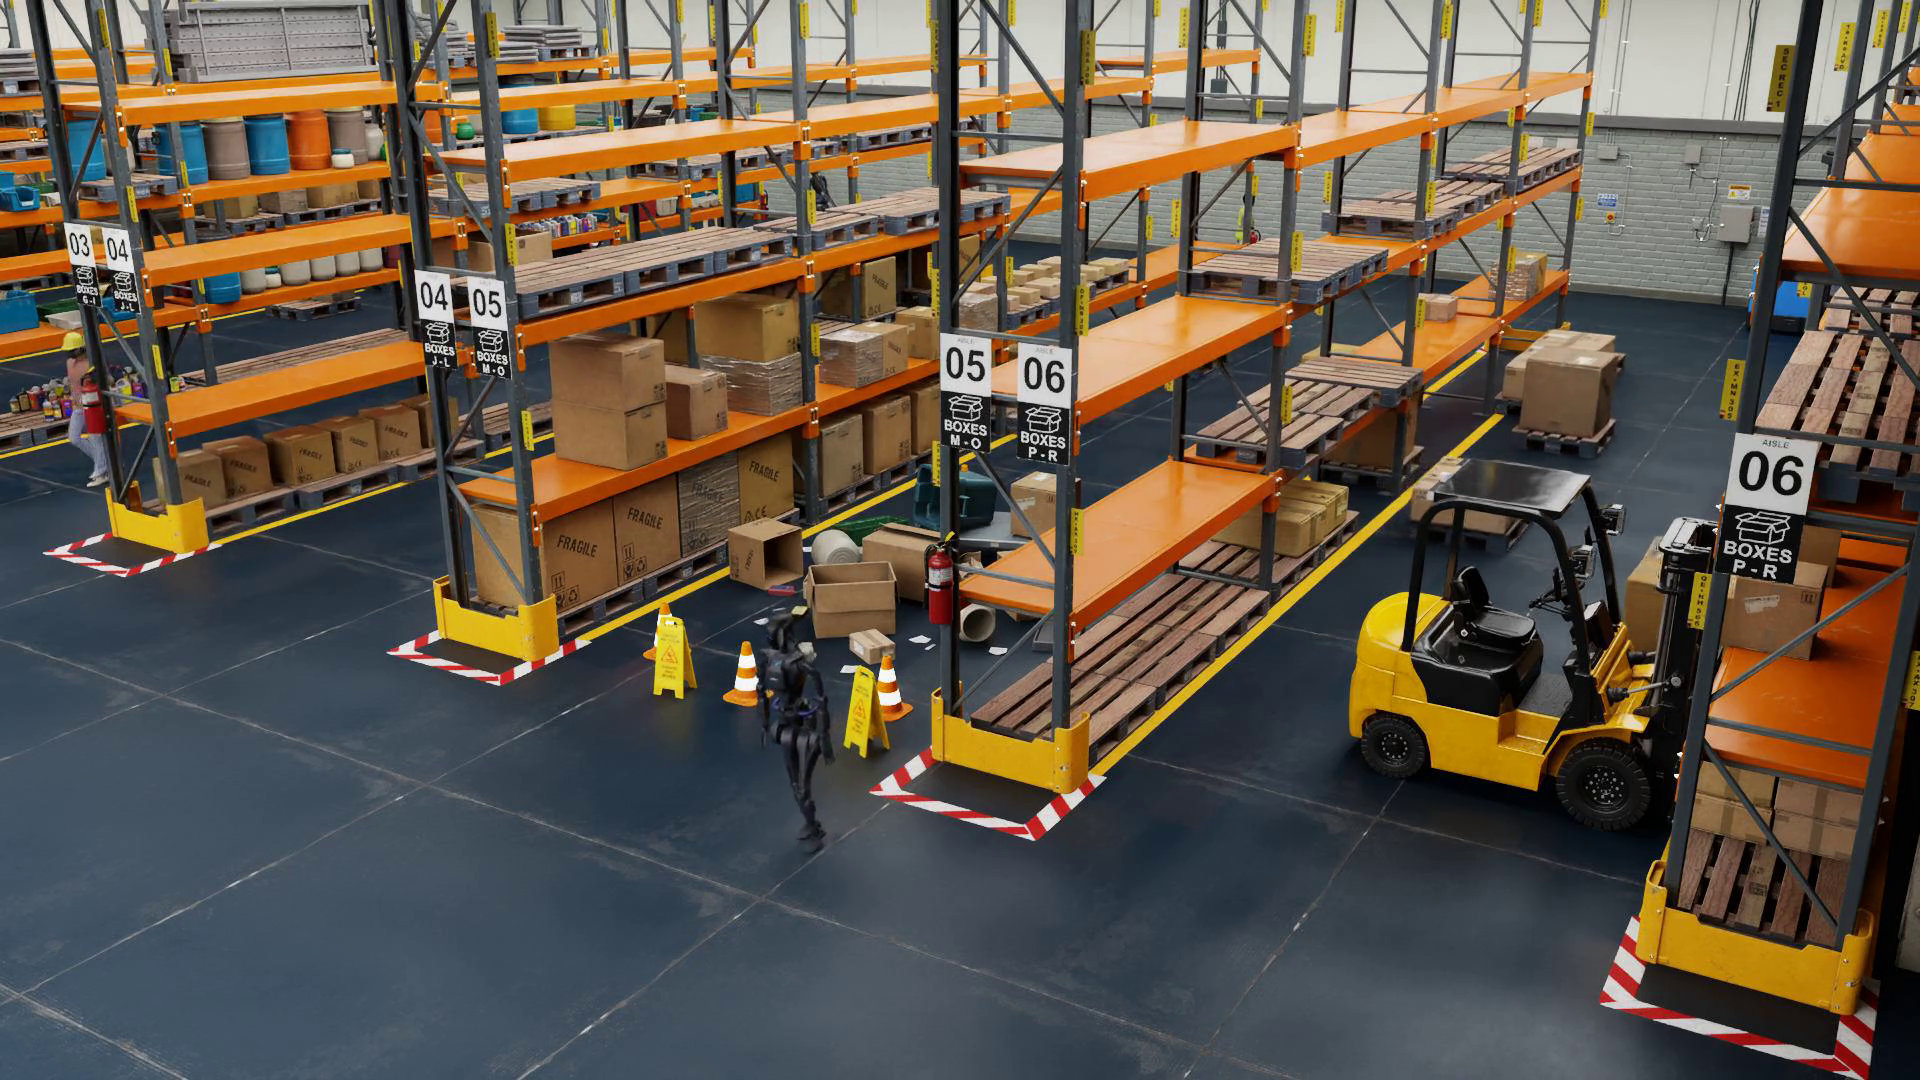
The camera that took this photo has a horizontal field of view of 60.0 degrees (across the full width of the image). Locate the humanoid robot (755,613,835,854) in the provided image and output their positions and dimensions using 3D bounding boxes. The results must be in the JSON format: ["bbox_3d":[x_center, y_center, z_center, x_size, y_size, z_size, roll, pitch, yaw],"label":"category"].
[{"bbox_3d":[-1.076,1.237,10.901,0.610,1.633,0.488,11,22,30],"label":"humanoid robot"}]

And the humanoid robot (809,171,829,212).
[{"bbox_3d":[-2.965,-7.022,34.774,0.342,1.656,0.590,16,25,39],"label":"humanoid robot"}]

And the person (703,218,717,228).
[{"bbox_3d":[-5.242,-7.061,34.859,0.491,1.688,0.348,-6,20,-17],"label":"person"}]

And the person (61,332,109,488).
[{"bbox_3d":[-9.746,-1.456,18.530,0.551,1.753,0.361,12,22,31],"label":"person"}]

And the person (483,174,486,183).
[{"bbox_3d":[-10.399,-7.736,36.639,0.331,1.801,0.519,11,22,29],"label":"person"}]

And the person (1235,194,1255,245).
[{"bbox_3d":[5.197,-5.499,30.339,0.319,1.690,0.538,-2,19,-5],"label":"person"}]

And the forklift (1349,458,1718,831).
[{"bbox_3d":[3.988,0.658,11.776,2.313,2.155,1.214,11,22,29],"label":"forklift"}]

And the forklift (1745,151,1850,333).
[{"bbox_3d":[13.620,-4.667,26.137,1.873,2.768,1.129,11,22,29],"label":"forklift"}]
